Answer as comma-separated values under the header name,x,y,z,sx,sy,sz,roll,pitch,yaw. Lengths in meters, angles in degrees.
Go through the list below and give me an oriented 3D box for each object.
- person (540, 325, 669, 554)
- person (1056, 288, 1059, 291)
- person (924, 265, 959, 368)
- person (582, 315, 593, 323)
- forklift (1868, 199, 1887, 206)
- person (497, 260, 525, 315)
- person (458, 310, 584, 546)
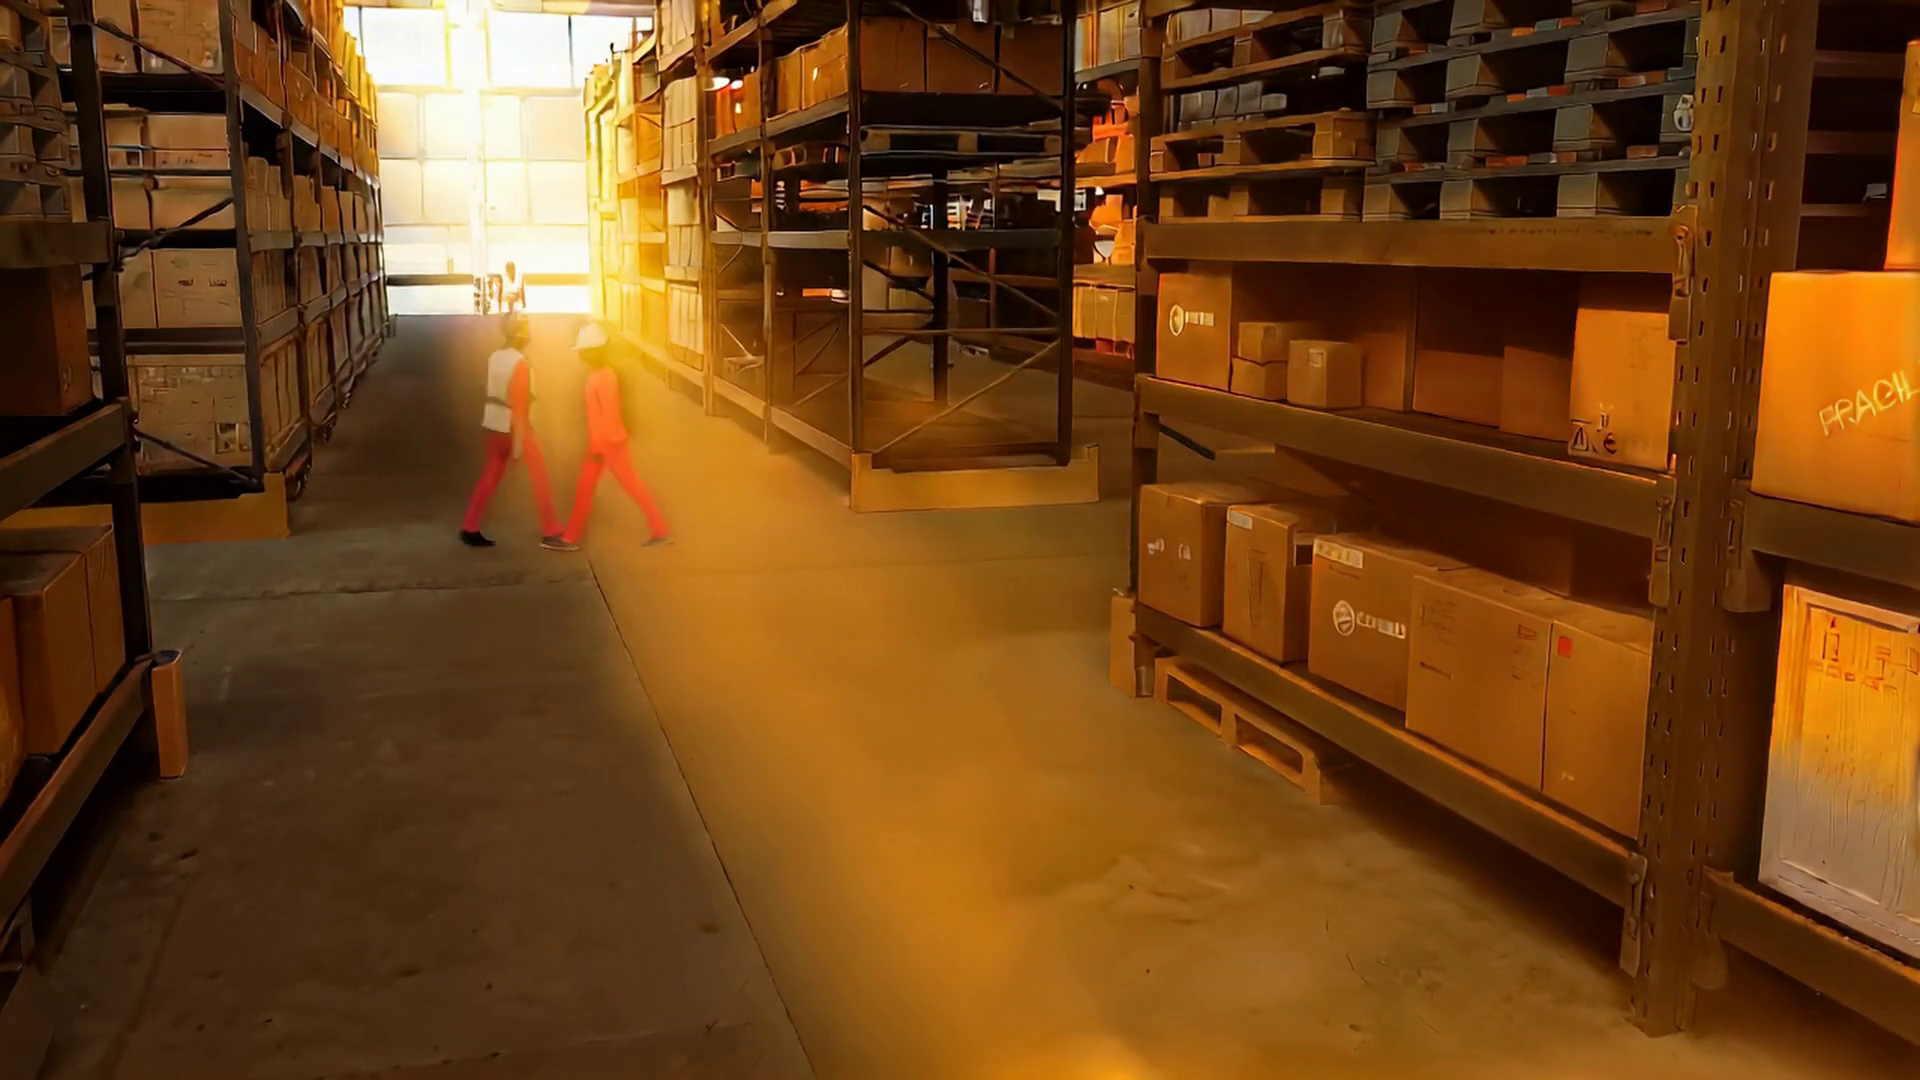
name,x,y,z,sx,sy,sz,roll,pitch,yaw
person,-2.629,-0.743,12.373,0.957,1.707,0.541,-4,11,-22
person,2.674,-6.296,42.750,0.739,1.730,0.569,5,12,28
person,-0.338,-4.023,29.838,0.698,1.890,0.395,4,11,21
person,-9.808,-6.843,45.313,0.989,1.884,0.569,-2,10,-9
forklift,11.338,-2.915,21.052,1.129,2.768,1.873,-3,11,-17
person,-10.269,-5.482,38.045,0.629,1.818,0.763,-4,11,-22
person,-3.421,-0.838,12.694,0.972,1.809,0.582,-9,13,-40
